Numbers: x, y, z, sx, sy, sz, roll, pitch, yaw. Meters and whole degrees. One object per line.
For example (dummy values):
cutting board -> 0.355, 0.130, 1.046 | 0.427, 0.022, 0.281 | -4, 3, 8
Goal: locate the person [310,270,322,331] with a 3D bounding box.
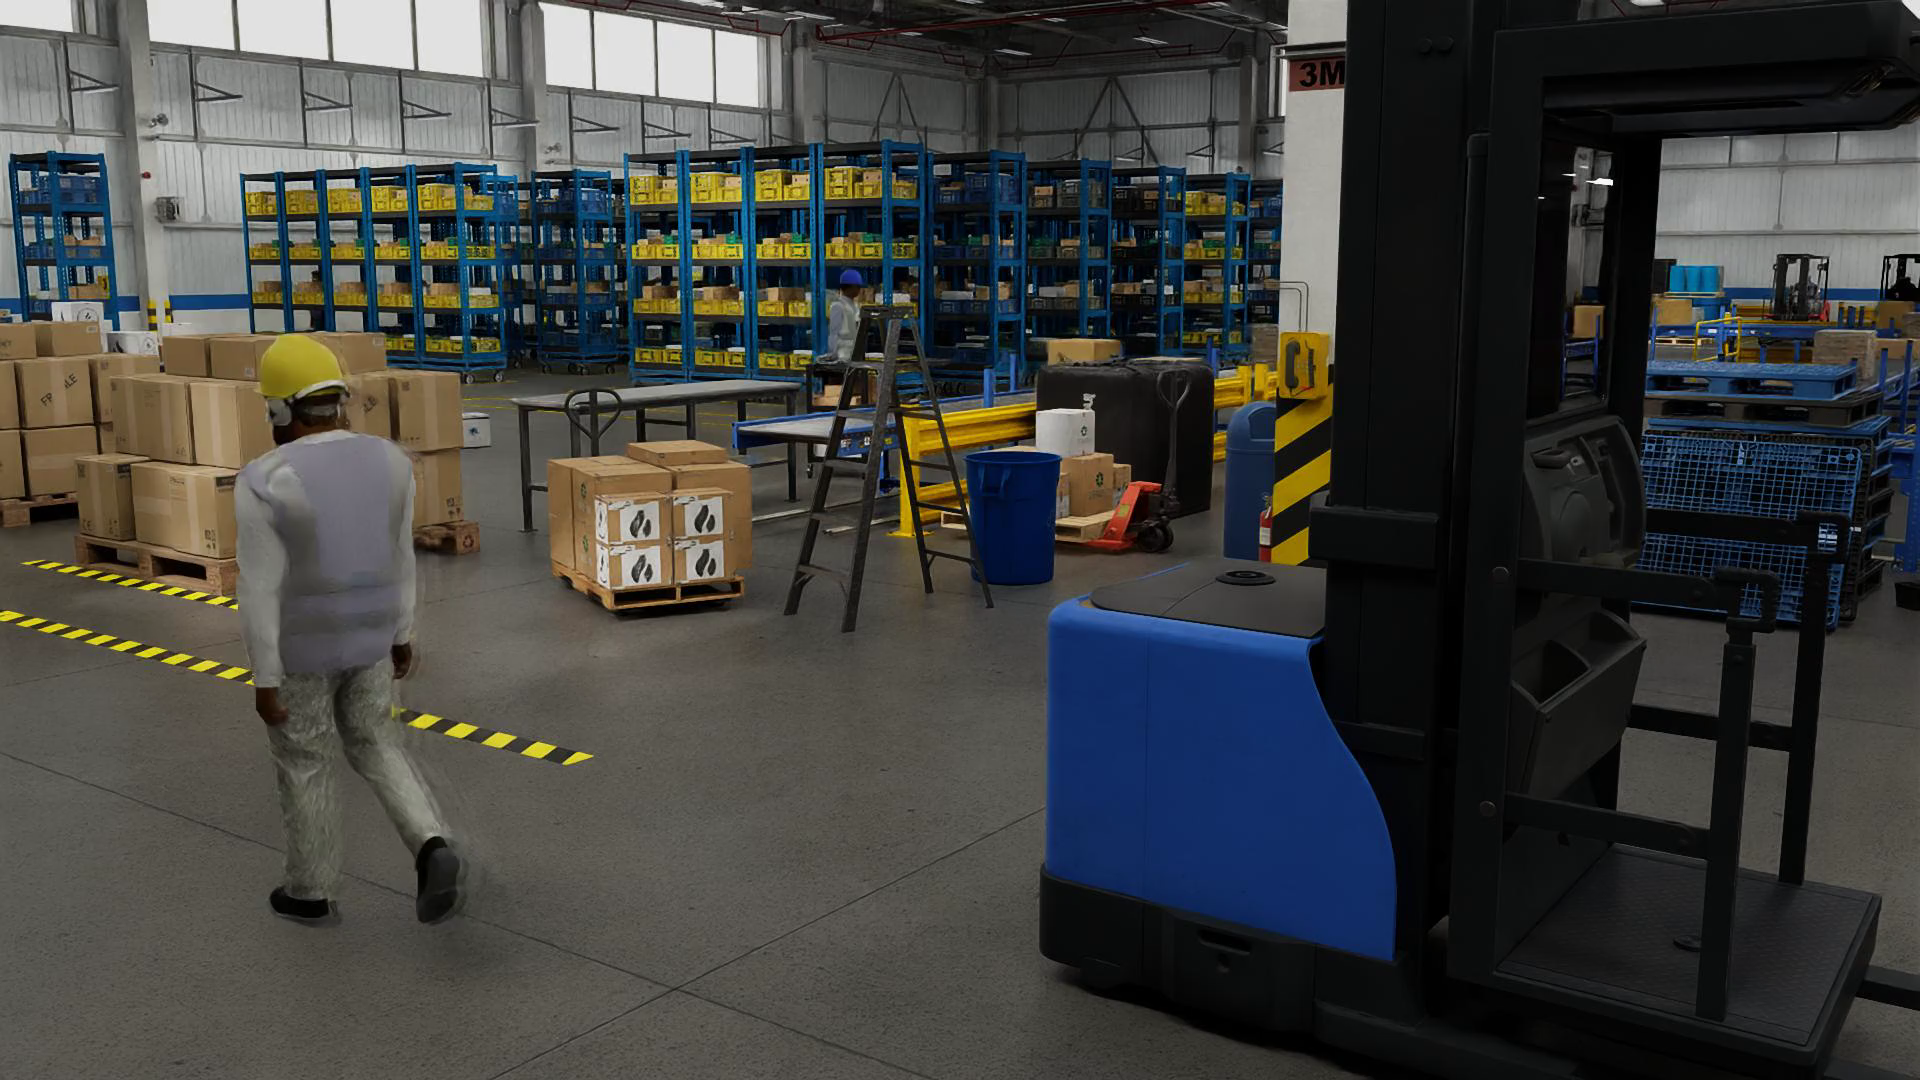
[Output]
person -> -12.091, -4.188, 31.579 | 0.564, 1.839, 0.396 | 4, 10, 23

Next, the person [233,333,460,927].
person -> -1.840, 0.299, 4.925 | 0.673, 1.817, 0.603 | 7, 12, 36

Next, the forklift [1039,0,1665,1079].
forklift -> 1.249, -0.137, 4.360 | 1.873, 2.768, 1.129 | 7, 12, 35

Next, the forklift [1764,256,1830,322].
forklift -> 20.253, -5.854, 40.139 | 1.157, 1.987, 2.680 | 7, 12, 35

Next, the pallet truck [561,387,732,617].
pallet truck -> -1.981, -0.274, 10.088 | 0.680, 1.201, 1.601 | -5, 11, -28

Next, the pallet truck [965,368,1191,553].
pallet truck -> 0.845, -0.609, 11.869 | 1.630, 1.274, 0.653 | 7, 12, 35

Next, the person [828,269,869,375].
person -> -1.200, -2.069, 18.684 | 0.662, 1.922, 0.610 | 2, 10, 12

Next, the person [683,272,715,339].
person -> -4.621, -3.821, 29.423 | 0.599, 1.827, 0.404 | -3, 10, -18

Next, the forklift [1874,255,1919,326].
forklift -> 22.089, -5.634, 38.796 | 1.157, 1.987, 2.680 | 6, 11, 33
